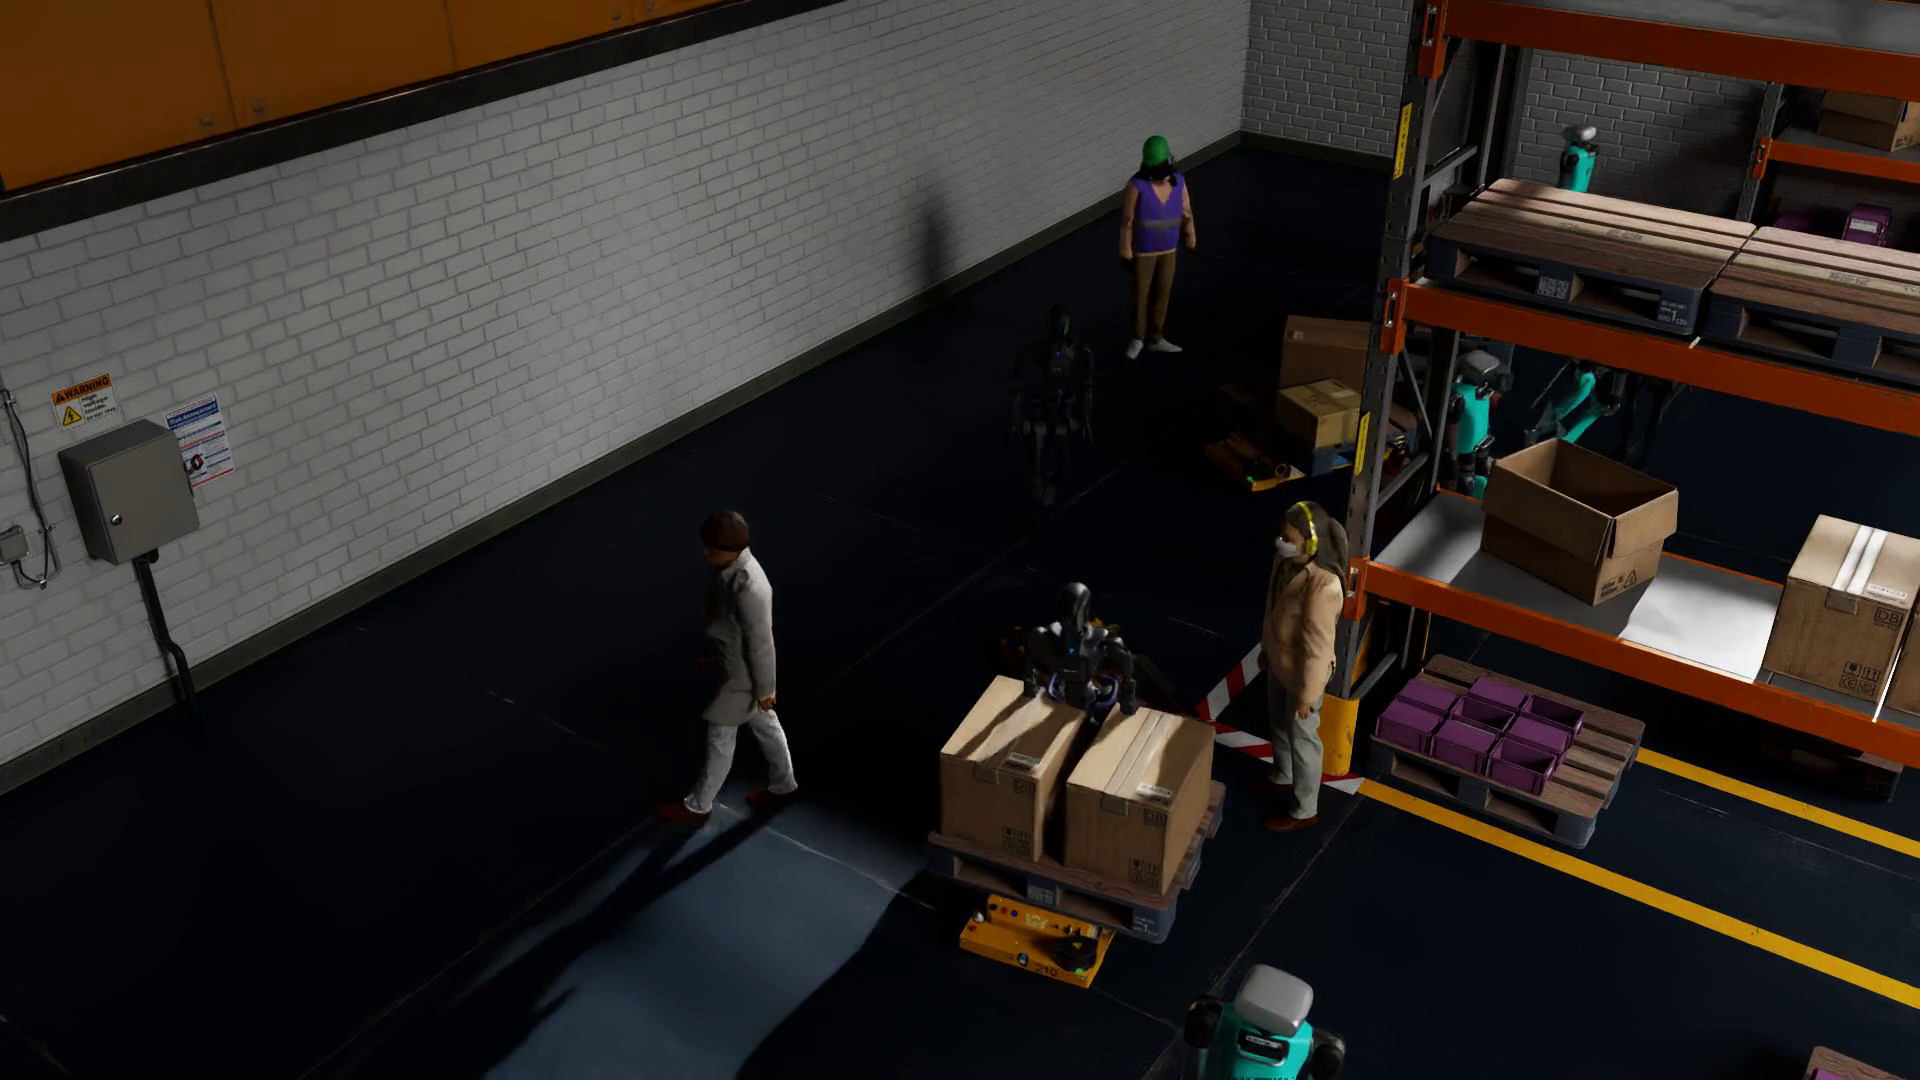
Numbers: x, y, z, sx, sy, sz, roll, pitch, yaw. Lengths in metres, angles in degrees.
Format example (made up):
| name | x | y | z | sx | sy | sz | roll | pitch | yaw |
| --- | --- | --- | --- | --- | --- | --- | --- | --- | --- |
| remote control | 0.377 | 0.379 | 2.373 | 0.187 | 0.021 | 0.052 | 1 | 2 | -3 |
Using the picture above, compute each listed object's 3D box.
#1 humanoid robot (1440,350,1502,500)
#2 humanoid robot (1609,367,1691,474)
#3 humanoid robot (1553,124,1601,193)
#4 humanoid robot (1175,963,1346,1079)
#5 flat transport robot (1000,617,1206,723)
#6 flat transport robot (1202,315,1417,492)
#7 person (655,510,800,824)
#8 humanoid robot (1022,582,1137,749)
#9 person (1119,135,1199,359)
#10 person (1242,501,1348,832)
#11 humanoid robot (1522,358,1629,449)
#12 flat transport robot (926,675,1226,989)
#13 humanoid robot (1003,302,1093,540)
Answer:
| name | x | y | z | sx | sy | sz | roll | pitch | yaw |
| --- | --- | --- | --- | --- | --- | --- | --- | --- | --- |
| humanoid robot | 3.197 | -0.268 | 10.052 | 0.892 | 1.765 | 0.581 | 22 | 37 | 33 |
| humanoid robot | 4.918 | -1.268 | 11.827 | 0.613 | 1.651 | 0.350 | 18 | 35 | 29 |
| humanoid robot | 4.946 | -2.707 | 14.355 | 0.817 | 1.864 | 0.549 | 25 | 38 | 37 |
| humanoid robot | 0.932 | 2.265 | 5.653 | 0.565 | 1.781 | 0.876 | 9 | 31 | 15 |
| flat transport robot | 0.813 | 0.864 | 9.542 | 0.659 | 0.231 | 1.431 | -12 | 32 | -19 |
| flat transport robot | 2.569 | -0.705 | 12.262 | 1.431 | 0.231 | 0.659 | -13 | 33 | -22 |
| person | -1.224 | 0.654 | 8.374 | 0.787 | 1.799 | 0.527 | -6 | 31 | -10 |
| humanoid robot | 0.594 | 0.880 | 8.120 | 0.610 | 1.626 | 0.580 | 9 | 31 | 15 |
| person | 1.615 | -2.373 | 13.524 | 0.674 | 1.908 | 0.456 | -10 | 31 | -17 |
| person | 1.692 | 0.633 | 8.352 | 0.392 | 1.869 | 0.553 | -6 | 30 | -10 |
| humanoid robot | 4.167 | -1.027 | 11.444 | 0.828 | 1.835 | 0.546 | -8 | 31 | -13 |
| flat transport robot | 0.578 | 1.602 | 8.260 | 0.659 | 0.231 | 1.431 | 13 | 32 | 21 |
| humanoid robot | 0.582 | -0.846 | 11.122 | 0.611 | 1.645 | 0.629 | -3 | 30 | -5 |
